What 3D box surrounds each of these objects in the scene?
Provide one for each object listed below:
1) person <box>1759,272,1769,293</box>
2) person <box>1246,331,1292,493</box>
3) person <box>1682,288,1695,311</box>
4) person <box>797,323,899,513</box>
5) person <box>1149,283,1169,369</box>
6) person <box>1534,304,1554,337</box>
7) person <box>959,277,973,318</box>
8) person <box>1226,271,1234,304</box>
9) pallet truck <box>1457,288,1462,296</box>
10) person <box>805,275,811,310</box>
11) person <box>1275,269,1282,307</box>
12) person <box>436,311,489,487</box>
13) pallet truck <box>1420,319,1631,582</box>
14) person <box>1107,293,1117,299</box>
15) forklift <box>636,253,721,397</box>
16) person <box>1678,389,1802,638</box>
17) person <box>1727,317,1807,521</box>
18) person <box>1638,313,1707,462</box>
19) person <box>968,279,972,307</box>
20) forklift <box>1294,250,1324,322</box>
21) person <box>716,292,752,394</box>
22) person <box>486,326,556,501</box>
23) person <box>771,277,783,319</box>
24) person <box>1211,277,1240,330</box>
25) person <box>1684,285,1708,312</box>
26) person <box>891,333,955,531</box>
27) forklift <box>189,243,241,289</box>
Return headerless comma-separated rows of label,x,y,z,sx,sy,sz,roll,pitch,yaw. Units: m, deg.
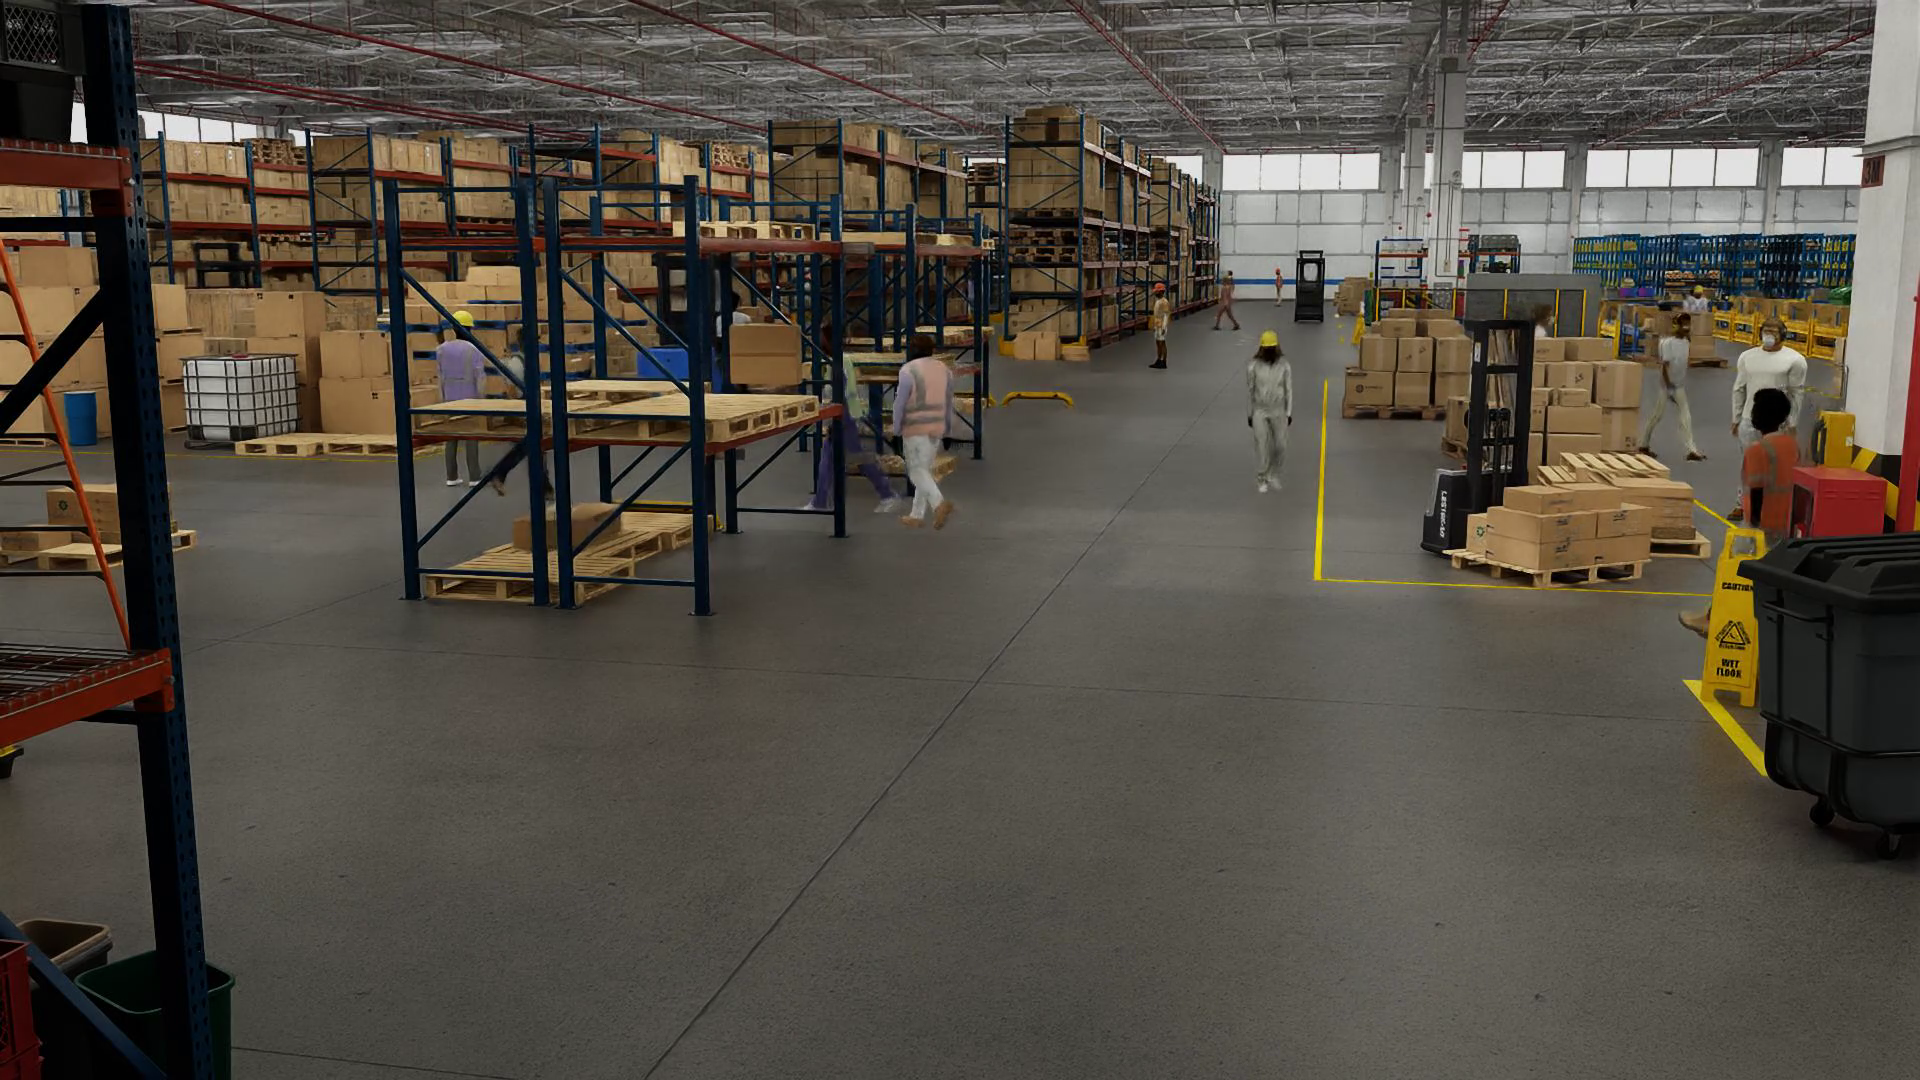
person,41.136,-12.791,85.161,0.581,1.789,0.985,1,10,5
person,3.275,-1.349,17.611,0.506,1.722,0.431,0,10,-1
person,20.382,-6.171,46.283,0.537,1.689,0.360,2,10,14
person,-1.077,-1.173,16.181,0.973,1.867,0.672,0,10,1
person,4.532,-4.856,37.749,0.360,1.939,0.543,-3,10,-16
person,7.544,-2.074,21.377,0.968,1.898,0.650,2,10,9
person,0.128,-9.227,63.756,1.040,1.887,0.647,8,12,39
person,15.129,-14.142,93.059,0.499,1.828,0.665,-3,10,-18
pallet truck,20.506,-9.785,68.819,0.653,1.274,1.630,2,10,12
person,-5.916,-9.444,65.169,1.114,1.856,0.568,-4,10,-20
person,16.677,-13.217,87.135,0.415,1.985,0.611,1,10,6
person,-5.414,-1.533,18.148,0.585,1.918,0.409,3,10,17
pallet truck,4.543,-0.757,13.299,0.823,1.965,1.885,-4,10,-22
person,6.430,-10.219,70.454,0.416,1.614,0.521,-7,12,-34
forklift,-4.364,-3.430,26.519,1.129,2.768,1.873,2,10,12
person,5.136,-0.135,10.623,0.532,1.651,0.886,-6,11,-32
person,7.562,-1.119,15.619,0.630,1.940,0.372,9,13,44
person,8.788,-1.879,20.484,0.511,1.822,0.997,-4,10,-24
person,0.306,-12.191,81.607,0.600,1.805,0.464,3,10,19
forklift,13.778,-10.002,65.433,1.129,2.768,1.873,2,10,12
person,-3.610,-2.968,26.605,0.683,1.942,0.506,-6,11,-33
person,-4.519,-1.306,17.123,0.888,1.816,0.514,2,10,12
person,-5.967,-7.591,53.994,0.388,1.921,0.594,-3,10,-19
person,9.361,-8.289,58.307,0.957,1.866,0.642,5,11,26
person,19.036,-5.691,43.041,0.616,1.815,0.416,2,10,10
person,-0.277,-0.973,15.159,0.673,1.811,0.747,-9,13,-43
forklift,-16.061,-5.037,36.032,1.873,2.768,1.129,9,13,43
